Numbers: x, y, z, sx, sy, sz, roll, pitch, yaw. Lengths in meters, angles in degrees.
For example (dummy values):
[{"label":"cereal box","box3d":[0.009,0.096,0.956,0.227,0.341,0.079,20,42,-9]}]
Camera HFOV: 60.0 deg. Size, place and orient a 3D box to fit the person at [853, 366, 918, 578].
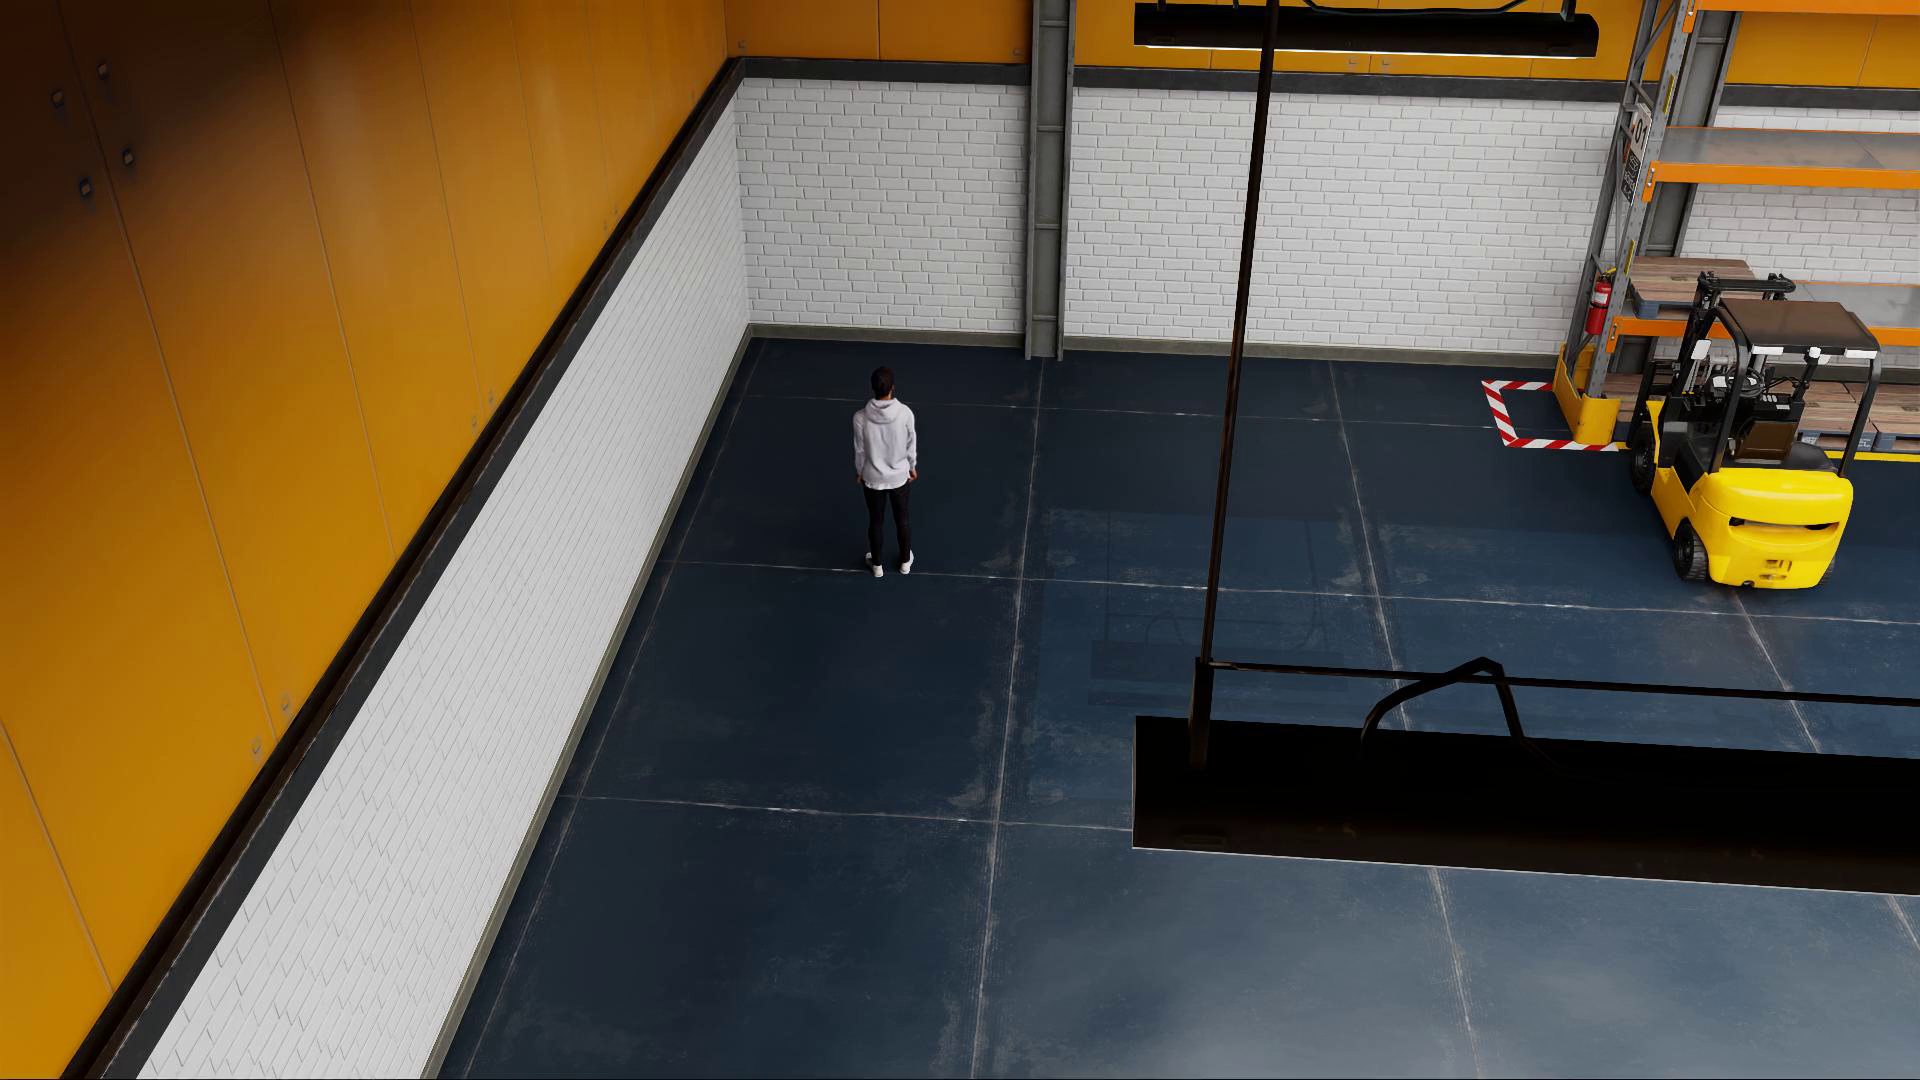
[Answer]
[{"label":"person","box3d":[-0.606,-0.555,13.762,0.638,1.931,0.800,-6,34,-9]}]
